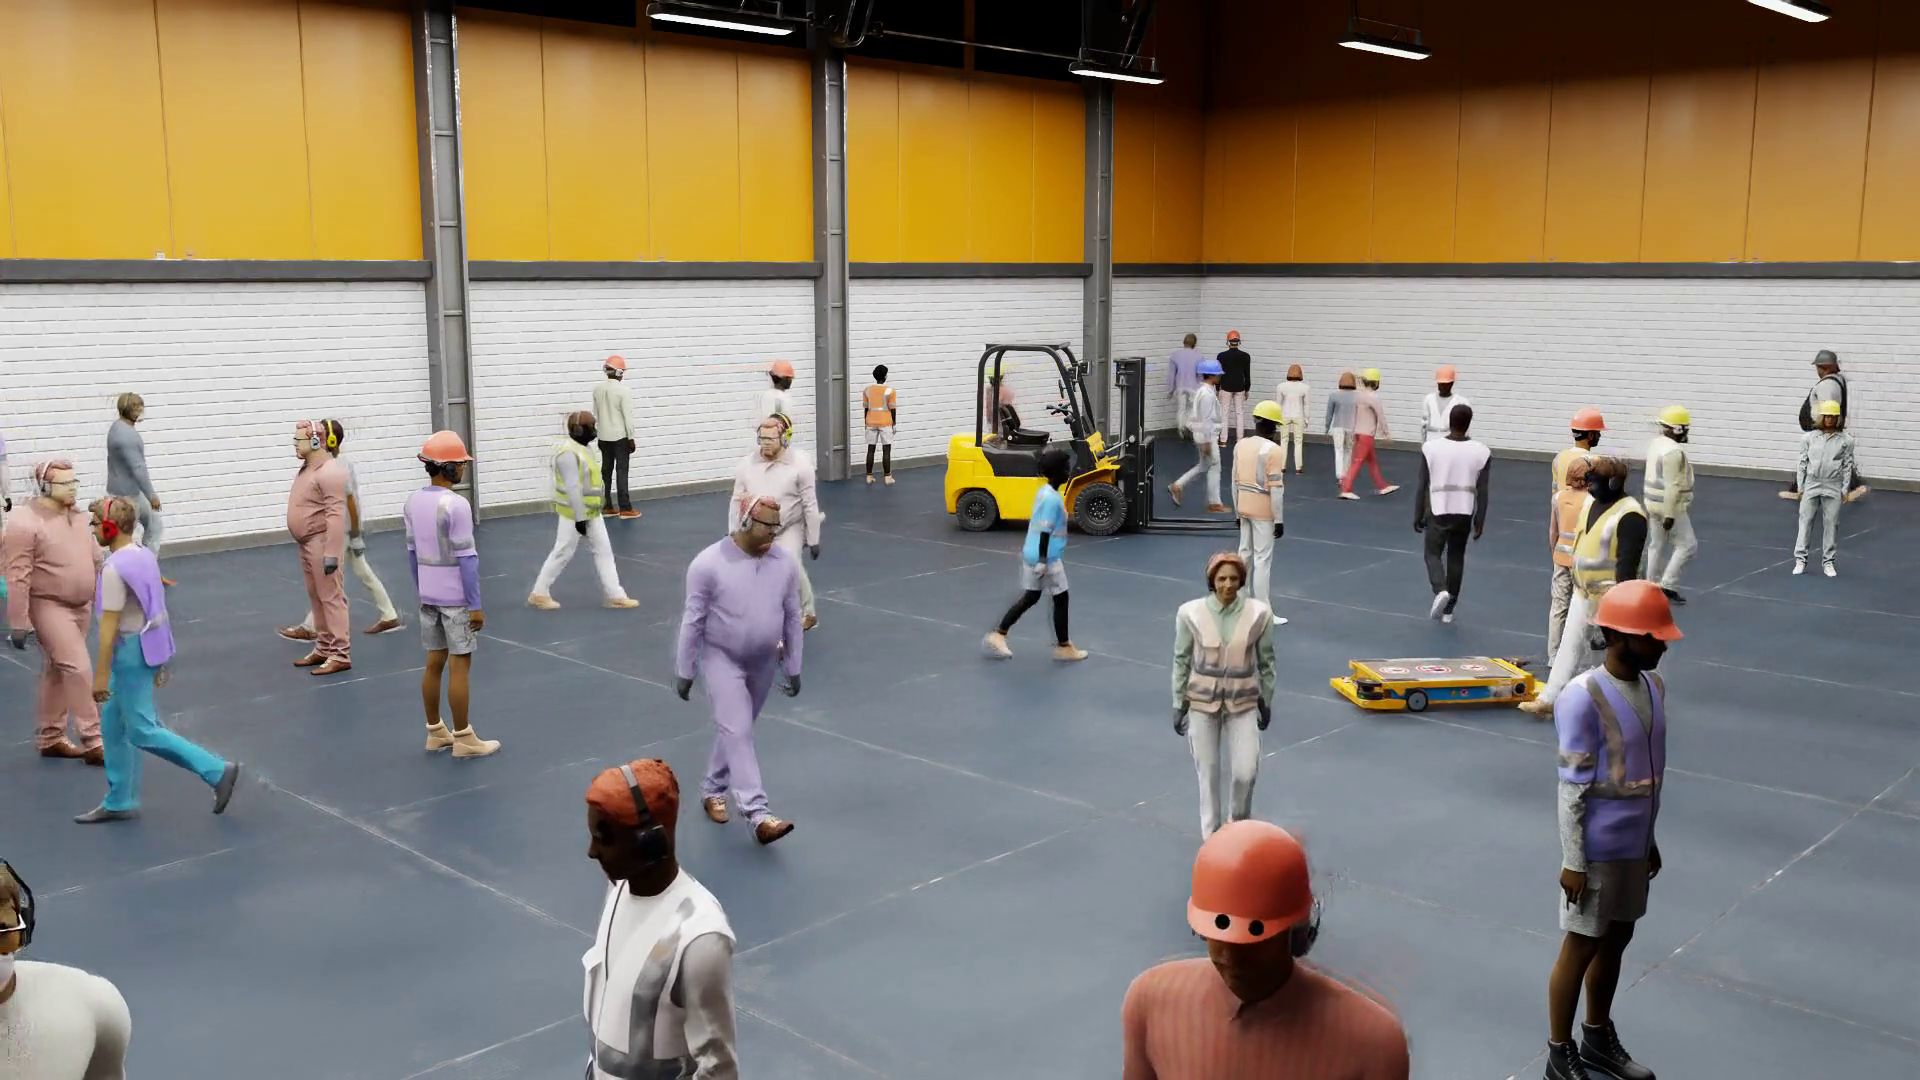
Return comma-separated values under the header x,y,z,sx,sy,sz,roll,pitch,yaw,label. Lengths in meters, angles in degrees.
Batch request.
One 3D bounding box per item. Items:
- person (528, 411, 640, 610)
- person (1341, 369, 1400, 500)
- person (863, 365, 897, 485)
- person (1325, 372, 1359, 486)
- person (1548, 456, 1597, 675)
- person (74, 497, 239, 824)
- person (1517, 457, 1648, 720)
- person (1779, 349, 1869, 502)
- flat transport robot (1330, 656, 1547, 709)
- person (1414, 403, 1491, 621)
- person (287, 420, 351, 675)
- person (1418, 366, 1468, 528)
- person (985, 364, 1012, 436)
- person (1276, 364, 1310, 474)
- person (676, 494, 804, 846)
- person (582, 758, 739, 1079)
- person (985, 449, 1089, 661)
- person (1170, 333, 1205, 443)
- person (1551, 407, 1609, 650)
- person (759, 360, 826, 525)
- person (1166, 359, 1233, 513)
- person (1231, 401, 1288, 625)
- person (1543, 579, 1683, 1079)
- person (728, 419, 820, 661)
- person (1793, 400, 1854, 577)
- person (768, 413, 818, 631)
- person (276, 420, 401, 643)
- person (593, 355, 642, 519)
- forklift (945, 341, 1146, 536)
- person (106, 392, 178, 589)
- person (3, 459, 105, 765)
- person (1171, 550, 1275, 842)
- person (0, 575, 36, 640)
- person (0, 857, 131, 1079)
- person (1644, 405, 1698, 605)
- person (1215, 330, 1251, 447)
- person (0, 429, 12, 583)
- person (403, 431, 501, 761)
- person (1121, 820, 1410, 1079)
x,y,z,sx,sy,sz,roll,pitch,yaw,label
-3.405,-0.253,14.746,0.966,1.799,0.645,1,9,7,person
5.429,-1.387,21.918,0.915,1.720,0.523,-2,9,-12,person
-1.129,-1.624,23.461,0.532,1.690,0.322,4,10,23,person
5.404,-1.552,23.349,0.516,1.595,0.862,1,9,8,person
4.626,0.193,12.467,0.307,1.641,0.512,-5,10,-27,person
-4.438,0.661,9.074,0.794,1.812,0.583,-3,10,-15,person
4.278,0.342,11.086,0.987,1.791,0.645,-2,9,-12,person
11.360,-1.513,21.702,0.688,2.000,0.974,-8,12,-42,person
3.407,0.998,11.719,1.431,0.197,0.652,-1,9,-7,flat transport robot
4.197,-0.215,14.180,0.611,1.894,0.579,1,9,8,person
-4.840,0.052,12.517,0.409,1.907,0.651,-7,12,-39,person
5.596,-1.063,19.364,0.578,1.895,0.918,6,11,30,person
0.466,-1.571,23.028,0.913,1.708,0.538,-8,12,-42,person
4.934,-1.787,24.655,0.494,1.624,0.282,2,10,15,person
-1.127,0.679,8.886,0.687,1.842,1.008,-8,12,-39,person
-0.737,1.438,4.080,0.356,1.886,0.573,-6,11,-32,person
0.585,0.122,12.826,0.771,1.664,0.533,-1,9,-7,person
3.942,-2.637,28.938,0.639,1.926,0.473,4,10,23,person
4.961,-0.090,13.293,0.356,1.938,0.545,-3,10,-20,person
-2.035,-1.059,19.066,1.037,1.986,0.636,-9,13,-43,person
3.001,-1.286,20.679,0.749,1.928,0.614,1,9,3,person
2.568,-0.232,14.229,0.393,1.916,0.587,-5,11,-28,person
2.388,1.093,6.042,0.553,1.934,0.367,-7,12,-36,person
-1.487,-0.002,12.965,0.684,1.869,0.883,3,10,19,person
8.536,-0.508,16.446,0.487,1.746,0.290,4,10,23,person
-1.438,-0.146,13.958,0.531,1.842,0.416,6,11,33,person
-5.084,-0.079,13.605,0.987,1.819,0.516,-4,10,-23,person
-4.190,-1.255,20.269,0.610,1.991,0.394,6,11,33,person
0.977,-1.223,19.452,2.313,2.155,1.214,2,9,11,forklift
-7.609,-0.419,15.414,0.773,1.898,0.642,-4,10,-26,person
-5.374,0.444,10.175,0.814,1.876,0.680,1,9,6,person
1.329,0.857,8.431,0.528,1.624,0.372,1,9,6,person
-7.984,0.004,13.391,0.923,1.721,0.537,-2,10,-13,person
-2.049,1.534,3.475,0.633,1.904,0.966,-8,12,-39,person
6.433,-0.306,15.005,0.488,1.815,0.596,0,9,2,person
4.645,-2.570,28.356,0.617,1.990,0.402,-1,9,-9,person
-9.157,-0.439,15.483,0.585,1.921,0.373,-4,10,-21,person
-3.162,0.343,10.318,0.606,2.044,0.373,7,12,37,person
0.576,1.524,3.328,0.633,1.944,0.984,4,10,22,person
